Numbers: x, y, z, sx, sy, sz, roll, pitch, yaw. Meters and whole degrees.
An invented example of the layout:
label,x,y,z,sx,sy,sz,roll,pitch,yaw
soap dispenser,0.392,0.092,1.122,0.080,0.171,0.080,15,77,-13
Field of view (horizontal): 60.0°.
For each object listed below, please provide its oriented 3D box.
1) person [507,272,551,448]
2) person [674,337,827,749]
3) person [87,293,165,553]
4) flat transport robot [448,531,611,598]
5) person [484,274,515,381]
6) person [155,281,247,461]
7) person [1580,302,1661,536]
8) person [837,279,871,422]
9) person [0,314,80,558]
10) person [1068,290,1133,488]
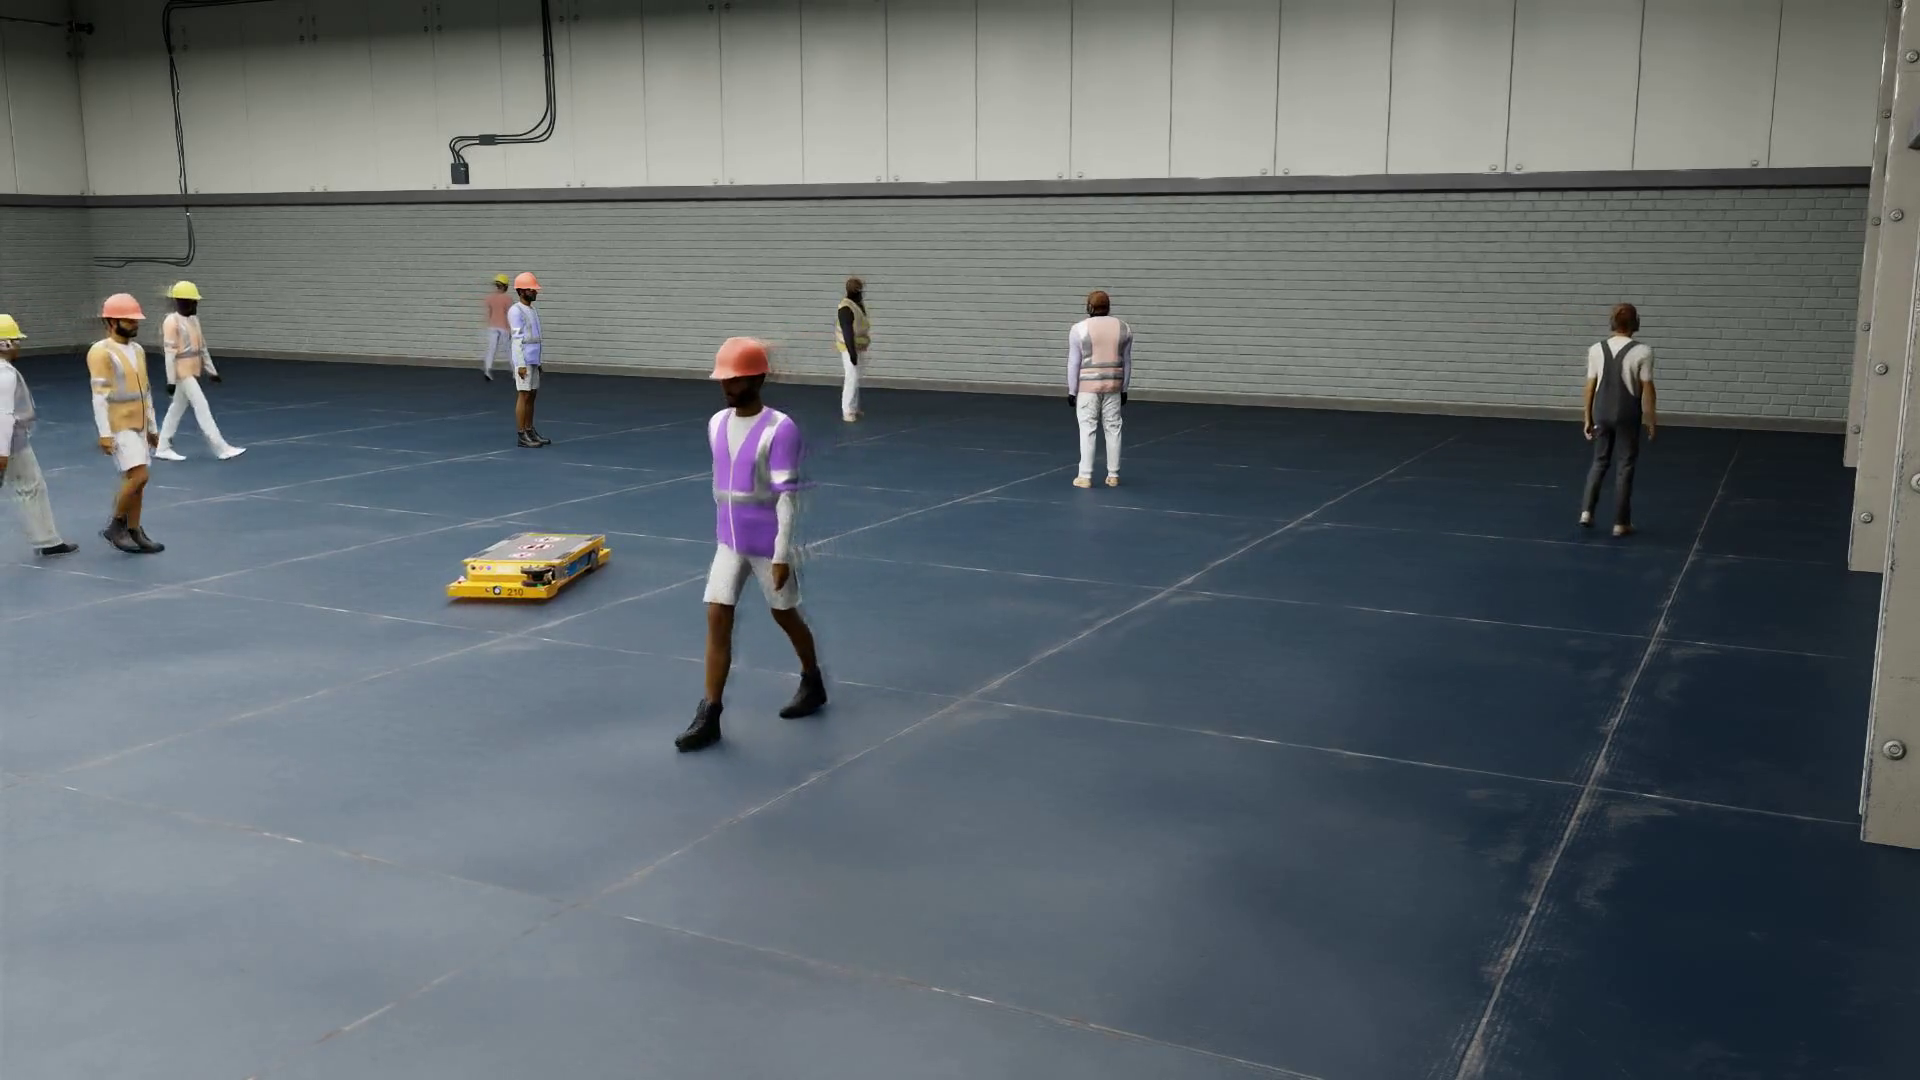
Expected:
label,x,y,z,sx,sy,sz,roll,pitch,yaw
person,-4.798,-1.998,18.521,0.354,1.939,0.545,1,10,6
person,-0.959,-0.014,7.846,0.560,1.892,0.983,7,12,33
person,-6.098,-0.840,12.231,0.399,1.926,0.566,1,10,6
flat transport robot,-2.903,0.154,11.334,0.652,0.197,1.431,1,10,5
person,-7.450,-3.444,26.969,0.533,1.748,0.761,2,11,13
person,-7.989,-1.743,17.297,0.986,1.872,0.603,-1,10,-5
person,5.170,-0.936,12.995,0.418,1.840,0.532,-9,14,-42
person,-1.331,-2.418,21.209,0.433,1.807,0.753,2,11,12
person,-6.923,-0.717,11.936,0.586,1.801,0.877,8,13,36
person,1.290,-1.407,15.555,0.626,1.846,0.429,-3,11,-15
